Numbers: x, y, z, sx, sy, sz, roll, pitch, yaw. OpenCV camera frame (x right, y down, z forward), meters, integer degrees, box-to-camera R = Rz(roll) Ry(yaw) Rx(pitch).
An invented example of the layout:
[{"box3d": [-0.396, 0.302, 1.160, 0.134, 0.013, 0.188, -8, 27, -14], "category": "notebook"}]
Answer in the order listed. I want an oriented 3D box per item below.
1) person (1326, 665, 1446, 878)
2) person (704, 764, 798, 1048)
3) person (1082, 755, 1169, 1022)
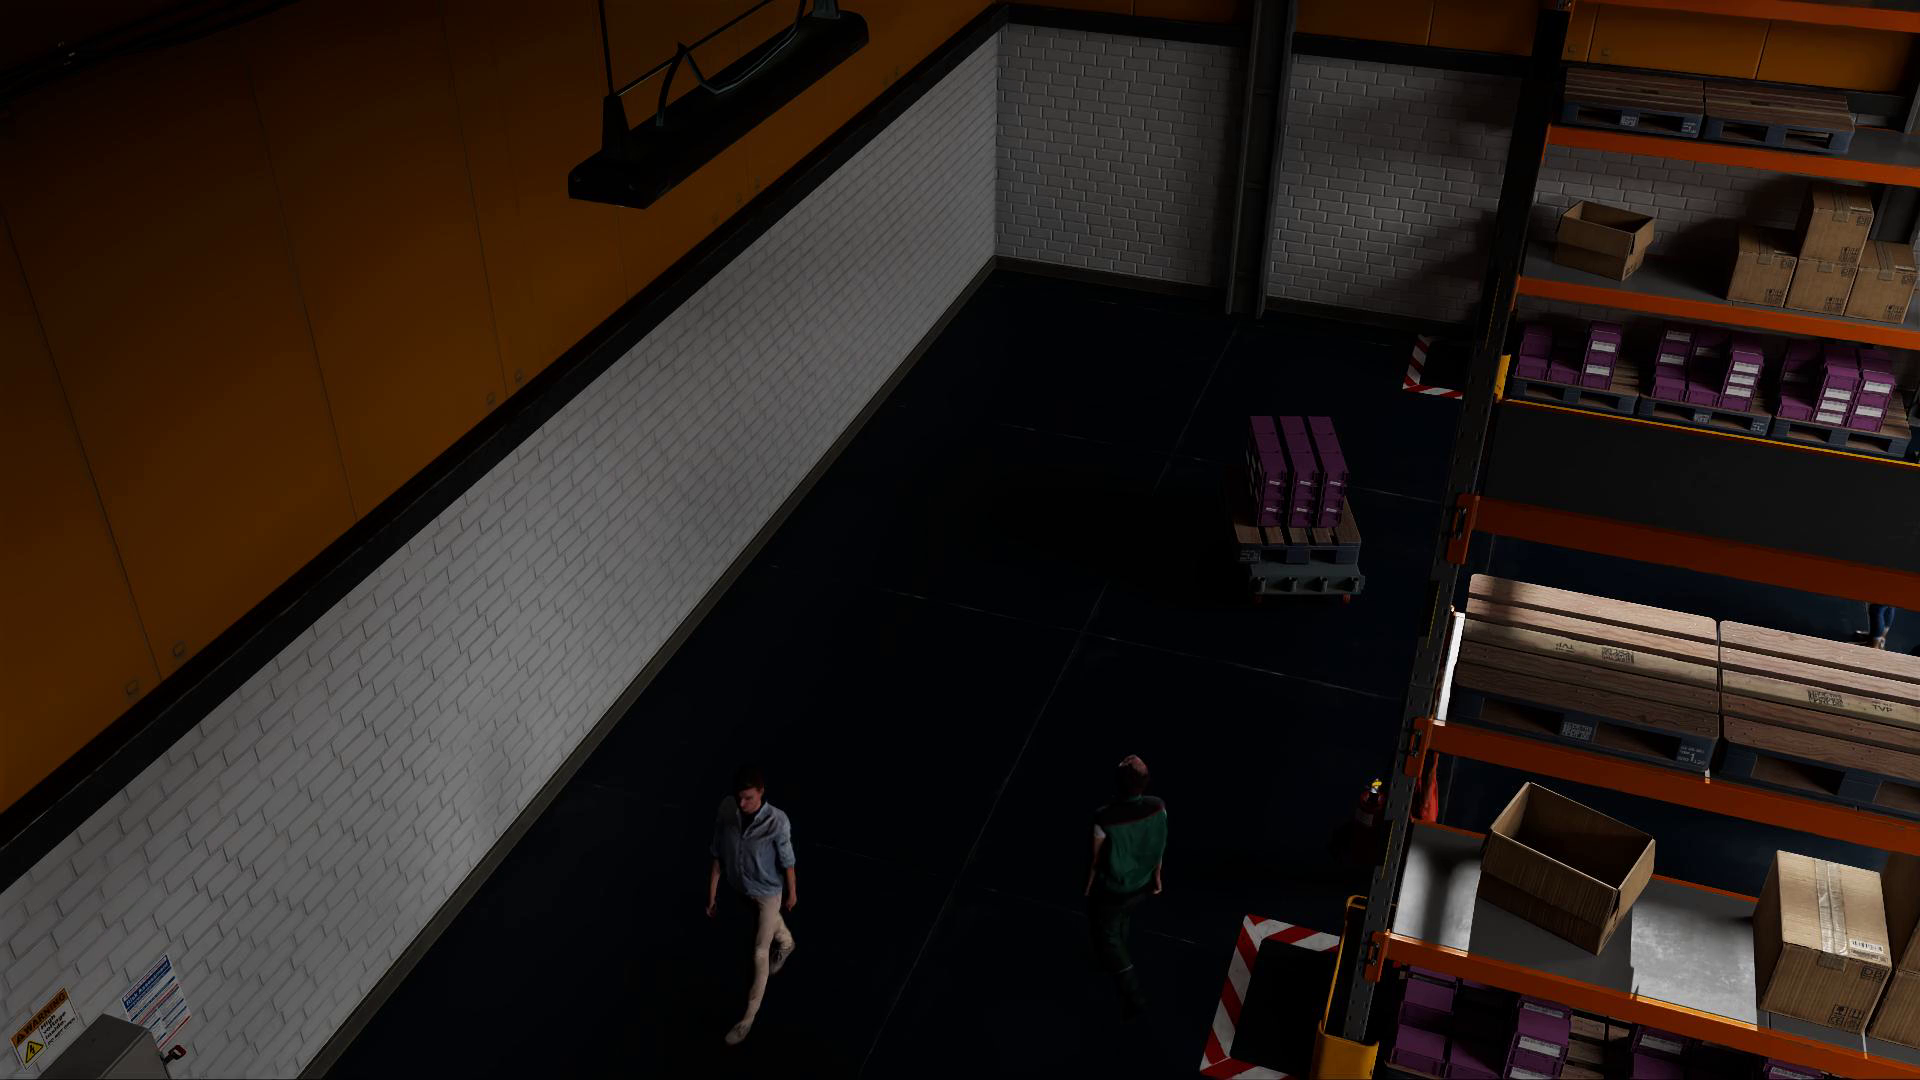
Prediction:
[{"box3d": [2.811, 1.521, 10.682, 1.119, 1.781, 0.939, -5, 34, -7], "category": "person"}, {"box3d": [-1.167, 2.007, 9.932, 1.157, 1.802, 0.831, 17, 37, 23], "category": "person"}, {"box3d": [0.975, 2.060, 9.833, 1.047, 1.824, 1.107, -14, 36, -20], "category": "person"}]
